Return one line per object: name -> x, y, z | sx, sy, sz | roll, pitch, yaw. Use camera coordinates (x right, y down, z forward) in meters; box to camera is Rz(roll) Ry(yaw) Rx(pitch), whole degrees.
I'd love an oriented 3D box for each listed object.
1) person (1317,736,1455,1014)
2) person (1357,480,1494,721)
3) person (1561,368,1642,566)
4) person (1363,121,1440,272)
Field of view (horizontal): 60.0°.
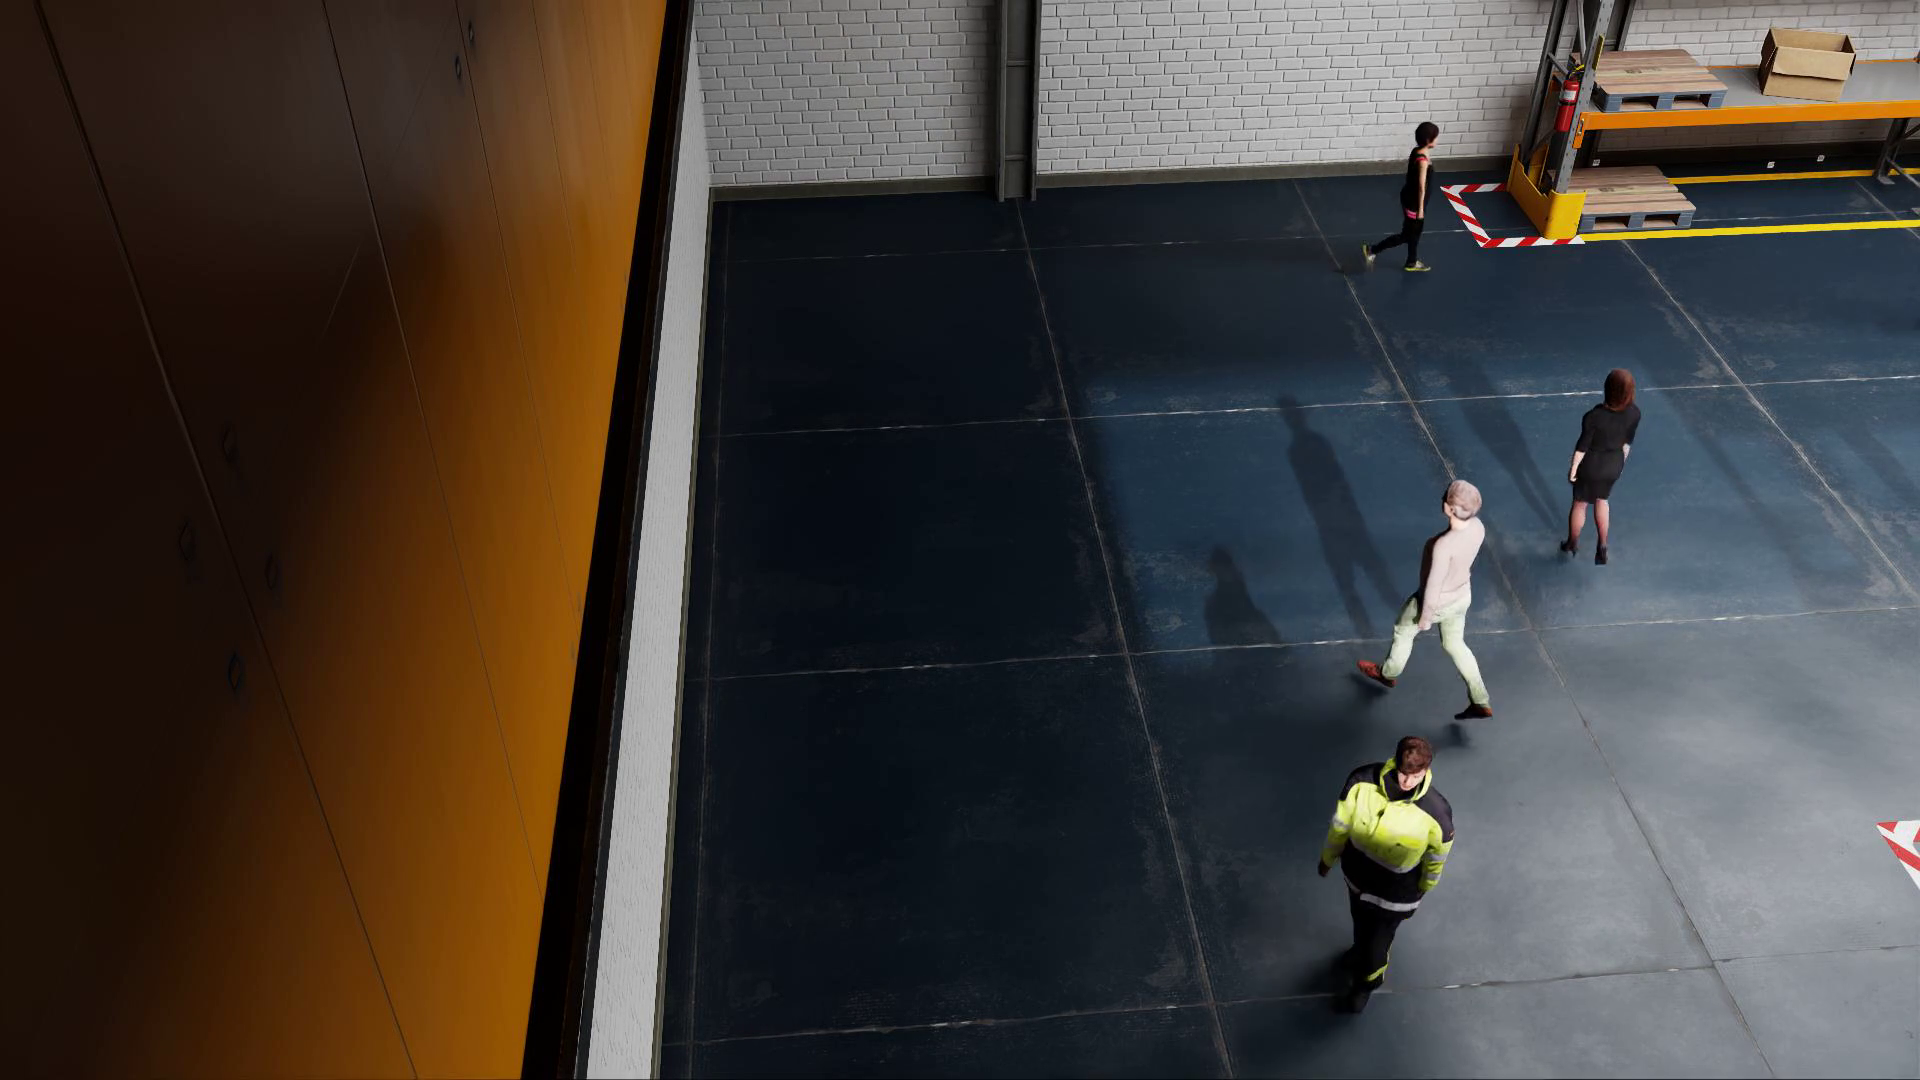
person -> 2.403, 1.732, 9.238 | 0.974, 1.956, 1.032 | 30, 48, 32
person -> 3.239, 0.445, 10.934 | 1.273, 1.850, 1.217 | -27, 46, -30
person -> 4.728, -0.472, 12.206 | 0.700, 1.695, 0.685 | -6, 39, -7
person -> 4.242, -3.213, 15.767 | 0.955, 1.536, 0.676 | 5, 39, 6
